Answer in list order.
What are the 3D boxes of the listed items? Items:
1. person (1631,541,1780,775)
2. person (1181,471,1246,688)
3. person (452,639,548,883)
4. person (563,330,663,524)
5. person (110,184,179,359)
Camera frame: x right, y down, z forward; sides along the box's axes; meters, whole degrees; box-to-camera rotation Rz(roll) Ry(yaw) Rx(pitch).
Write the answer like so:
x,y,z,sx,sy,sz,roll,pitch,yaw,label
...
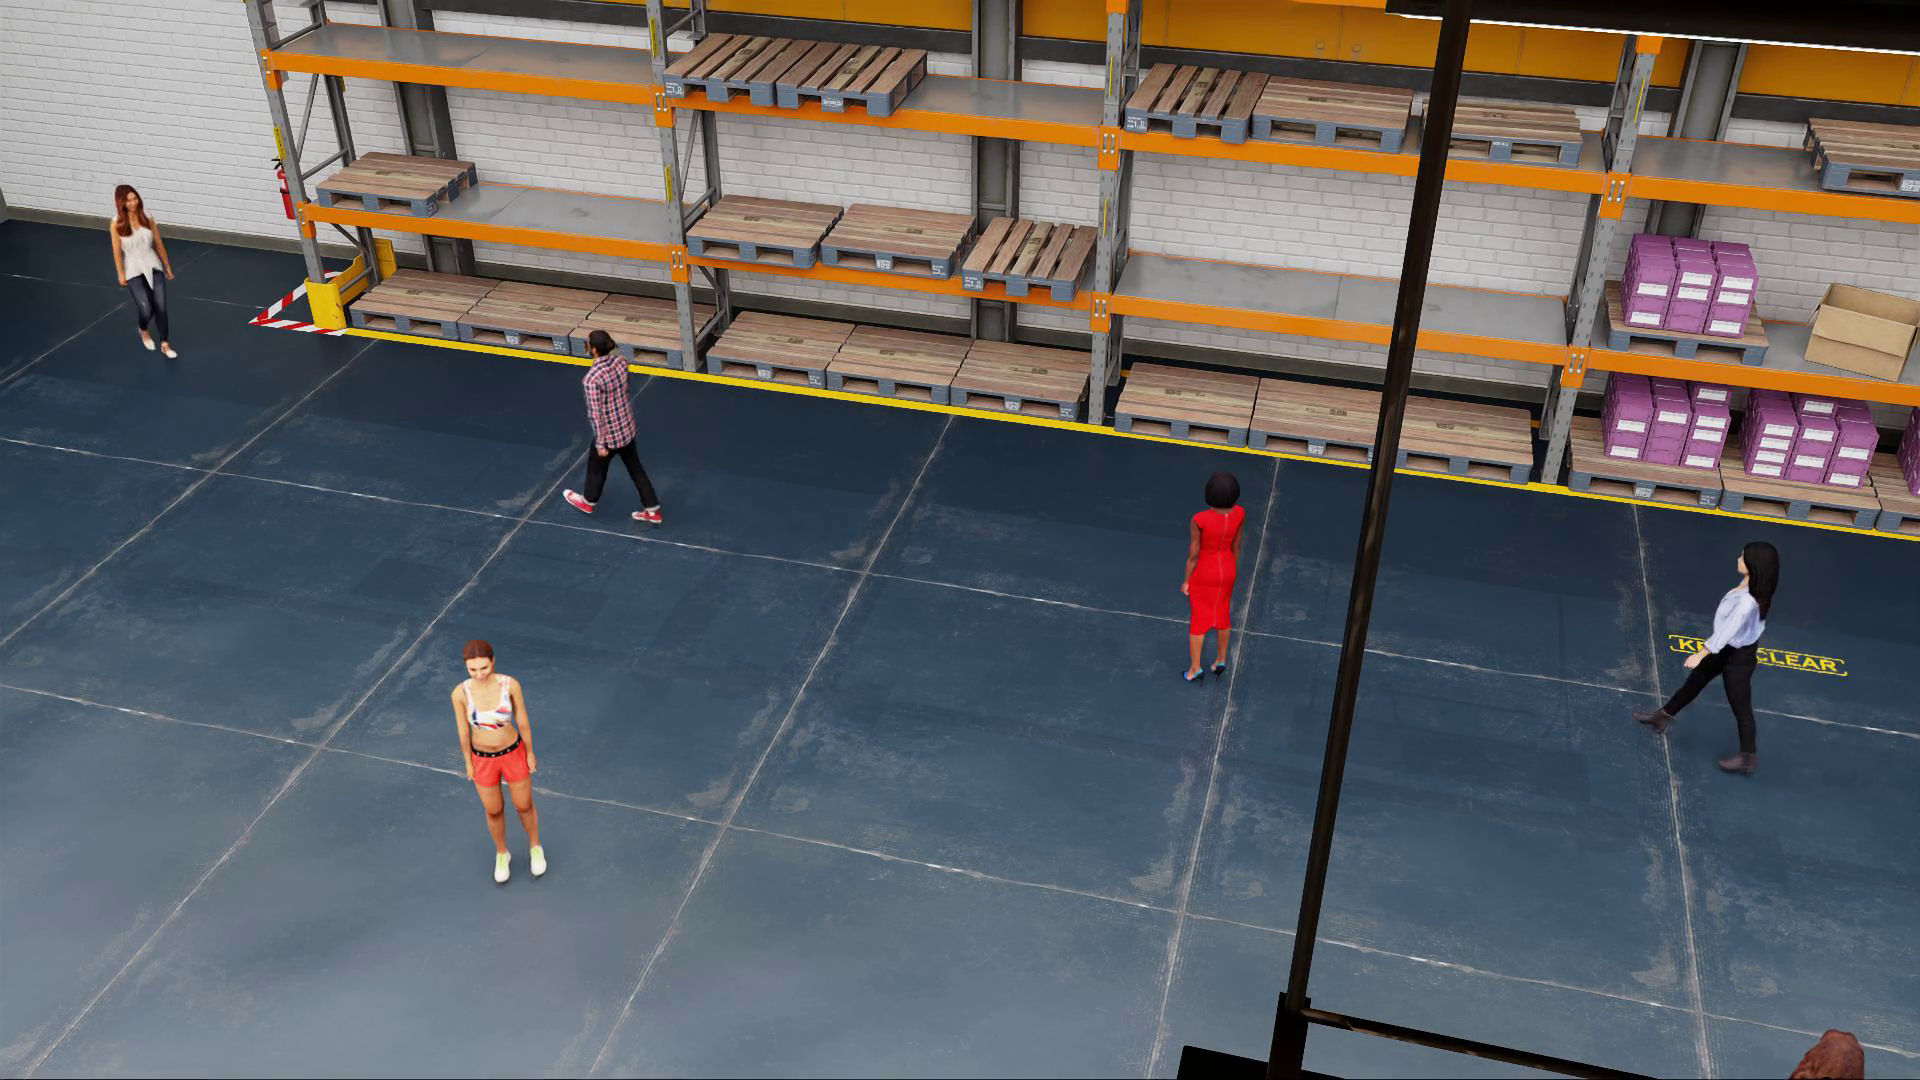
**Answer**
x,y,z,sx,sy,sz,roll,pitch,yaw,label
5.175,0.824,10.895,1.145,1.703,0.830,16,37,22,person
1.773,0.272,11.689,0.611,1.744,0.705,-12,35,-17,person
-2.793,1.316,10.080,0.610,1.786,0.710,-8,34,-12,person
-2.735,-0.865,13.415,1.187,1.726,0.887,16,37,23,person
-7.885,-2.592,15.977,0.844,1.766,0.775,25,41,33,person
